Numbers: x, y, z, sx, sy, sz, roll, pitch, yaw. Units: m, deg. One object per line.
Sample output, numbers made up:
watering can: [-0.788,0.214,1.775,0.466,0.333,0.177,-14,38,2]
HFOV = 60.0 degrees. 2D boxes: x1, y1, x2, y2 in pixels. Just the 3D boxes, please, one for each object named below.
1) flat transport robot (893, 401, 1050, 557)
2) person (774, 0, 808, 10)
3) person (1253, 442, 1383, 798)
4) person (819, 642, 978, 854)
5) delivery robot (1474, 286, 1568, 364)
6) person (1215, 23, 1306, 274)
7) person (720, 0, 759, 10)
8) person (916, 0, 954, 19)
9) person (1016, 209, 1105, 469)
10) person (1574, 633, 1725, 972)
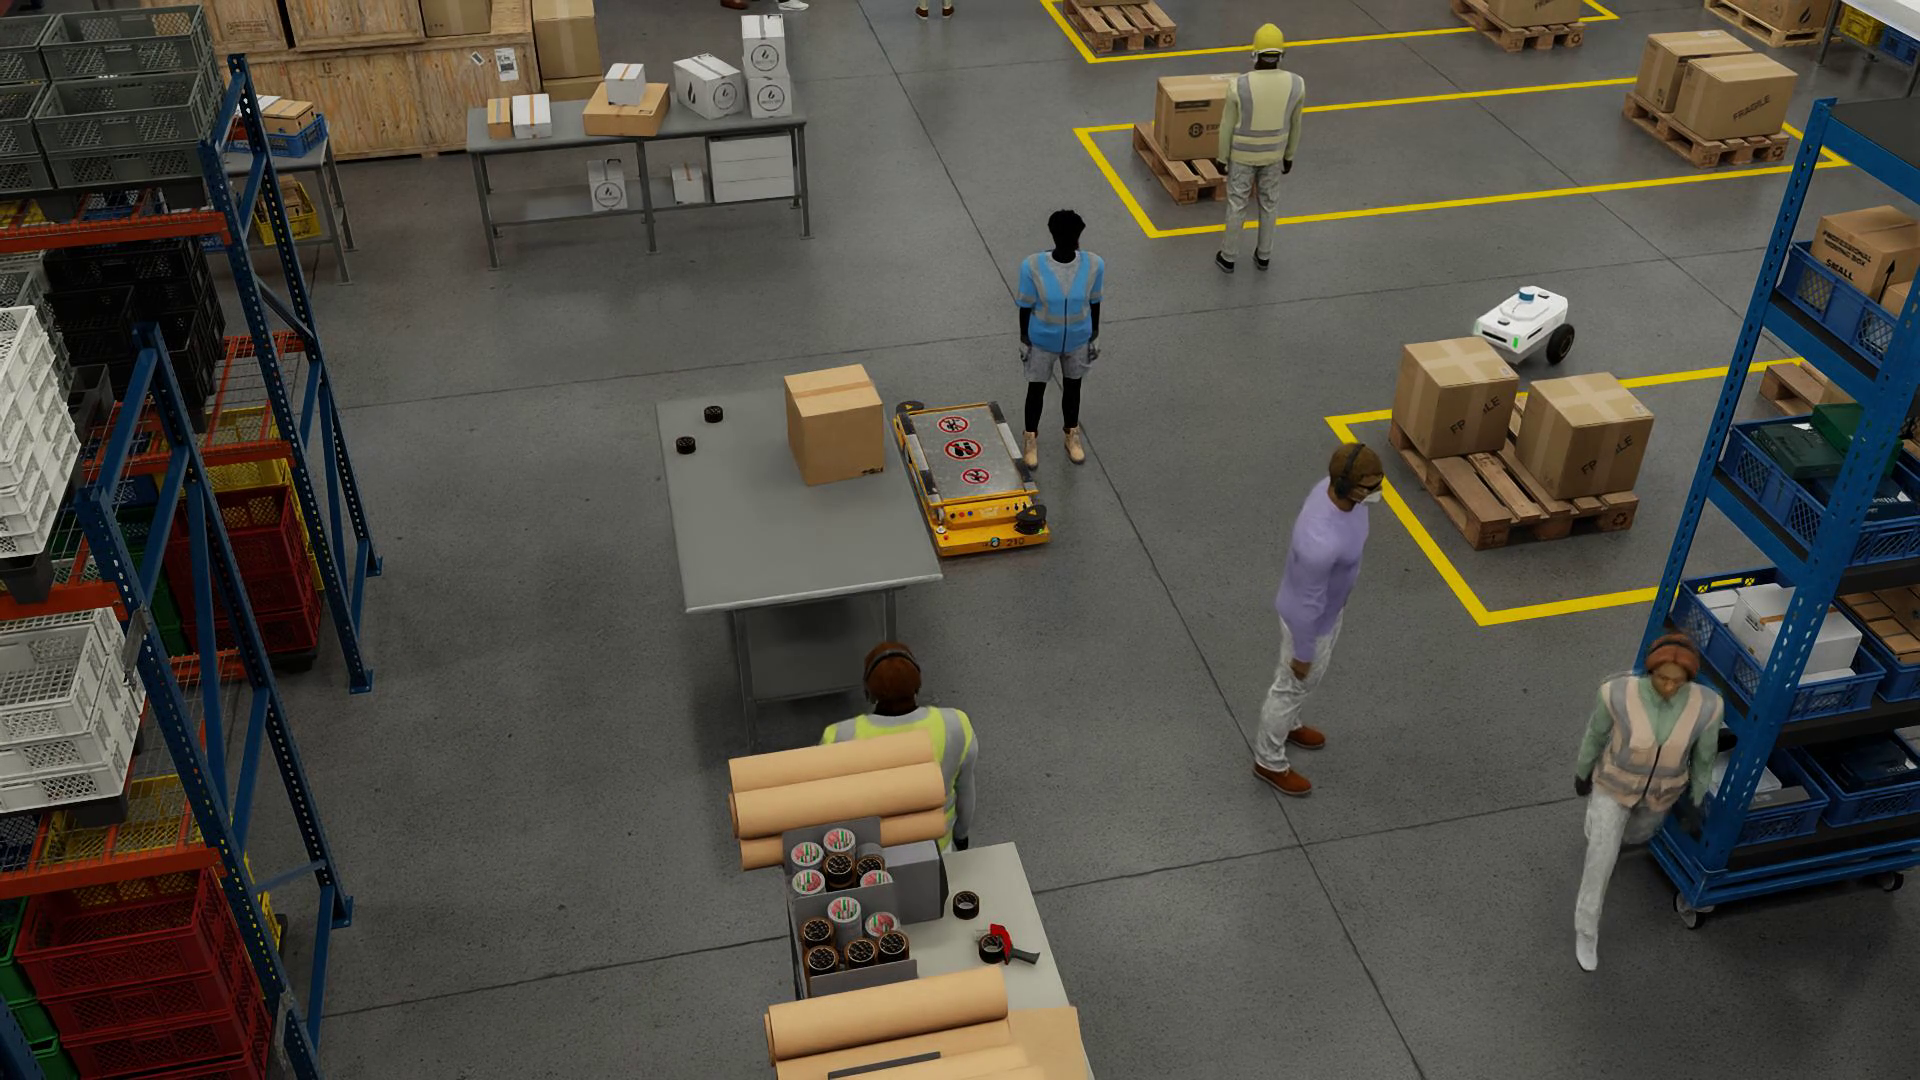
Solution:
flat transport robot: [0.046,-0.430,10.108,0.652,0.197,1.431,-8,37,-10]
person: [-1.778,-6.315,16.649,0.369,1.915,0.597,-7,37,-10]
person: [1.654,0.349,7.693,0.382,1.927,0.639,14,39,18]
person: [-0.247,1.176,6.661,0.626,1.832,0.432,-9,38,-12]
delivery robot: [3.770,-1.464,11.187,0.477,0.478,0.707,31,46,35]
person: [2.146,-2.809,12.016,0.591,1.823,0.403,-6,37,-8]
person: [-2.279,-6.323,16.682,0.399,1.897,0.648,16,40,21]
person: [-0.267,-6.096,16.394,0.511,1.872,0.328,-3,37,-3]
person: [0.594,-1.202,9.962,0.532,1.694,0.319,-6,37,-8]
person: [2.867,0.999,7.067,0.507,1.610,0.791,6,37,8]
